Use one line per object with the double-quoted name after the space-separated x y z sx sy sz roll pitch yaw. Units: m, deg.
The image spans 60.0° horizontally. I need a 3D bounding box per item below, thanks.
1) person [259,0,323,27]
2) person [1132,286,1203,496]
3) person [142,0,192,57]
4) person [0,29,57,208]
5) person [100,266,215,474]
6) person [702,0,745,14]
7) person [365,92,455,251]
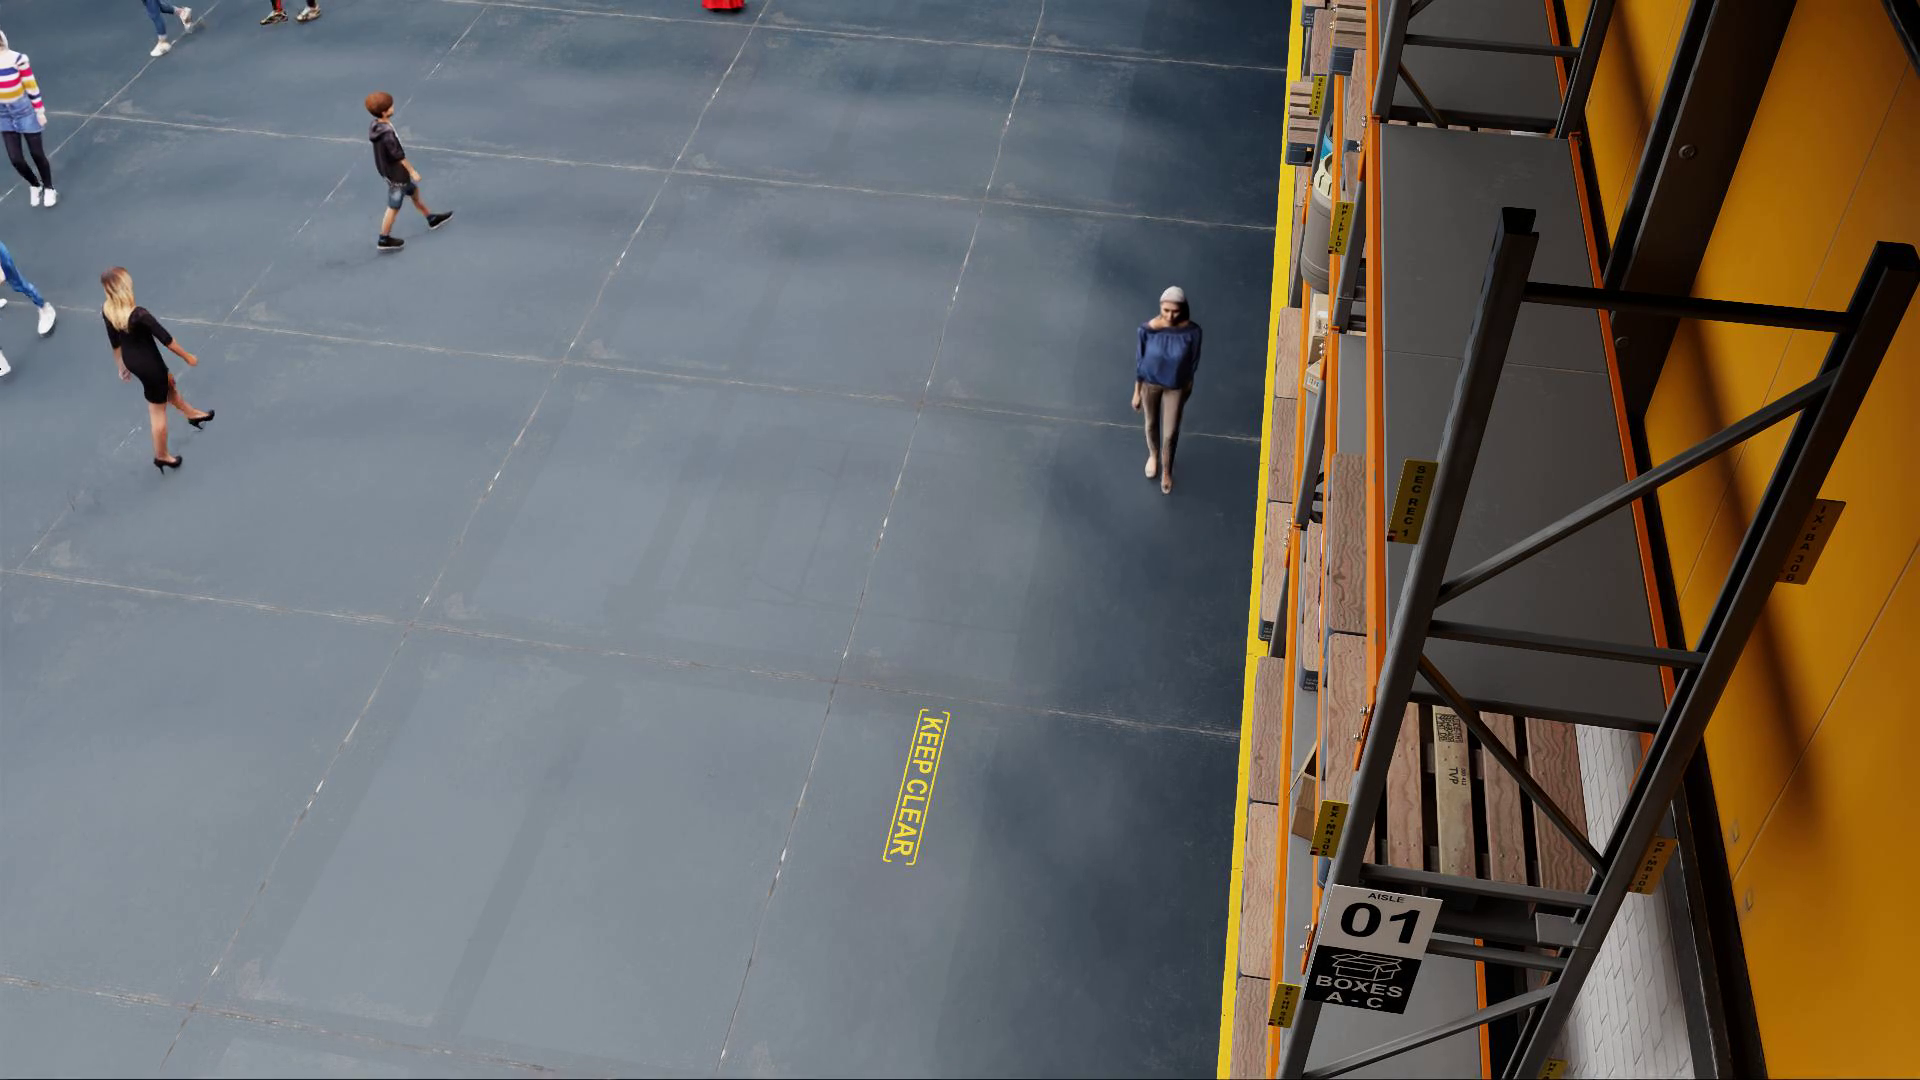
-7.061 -6.278 17.359 1.019 1.787 0.926 -34 53 -30 "person"
1.479 -1.166 12.074 0.618 1.685 0.661 8 44 9 "person"
-8.278 -5.755 17.048 0.764 1.460 0.958 22 48 21 "person"
-8.354 -3.819 14.776 0.771 1.790 0.767 -8 44 -8 "person"
-5.980 -1.188 12.121 0.756 1.644 0.996 21 48 21 "person"
-2.564 -6.437 17.534 0.640 1.788 0.618 3 44 4 "person"
-4.929 -3.150 14.345 0.989 1.416 0.954 -24 48 -23 "person"
